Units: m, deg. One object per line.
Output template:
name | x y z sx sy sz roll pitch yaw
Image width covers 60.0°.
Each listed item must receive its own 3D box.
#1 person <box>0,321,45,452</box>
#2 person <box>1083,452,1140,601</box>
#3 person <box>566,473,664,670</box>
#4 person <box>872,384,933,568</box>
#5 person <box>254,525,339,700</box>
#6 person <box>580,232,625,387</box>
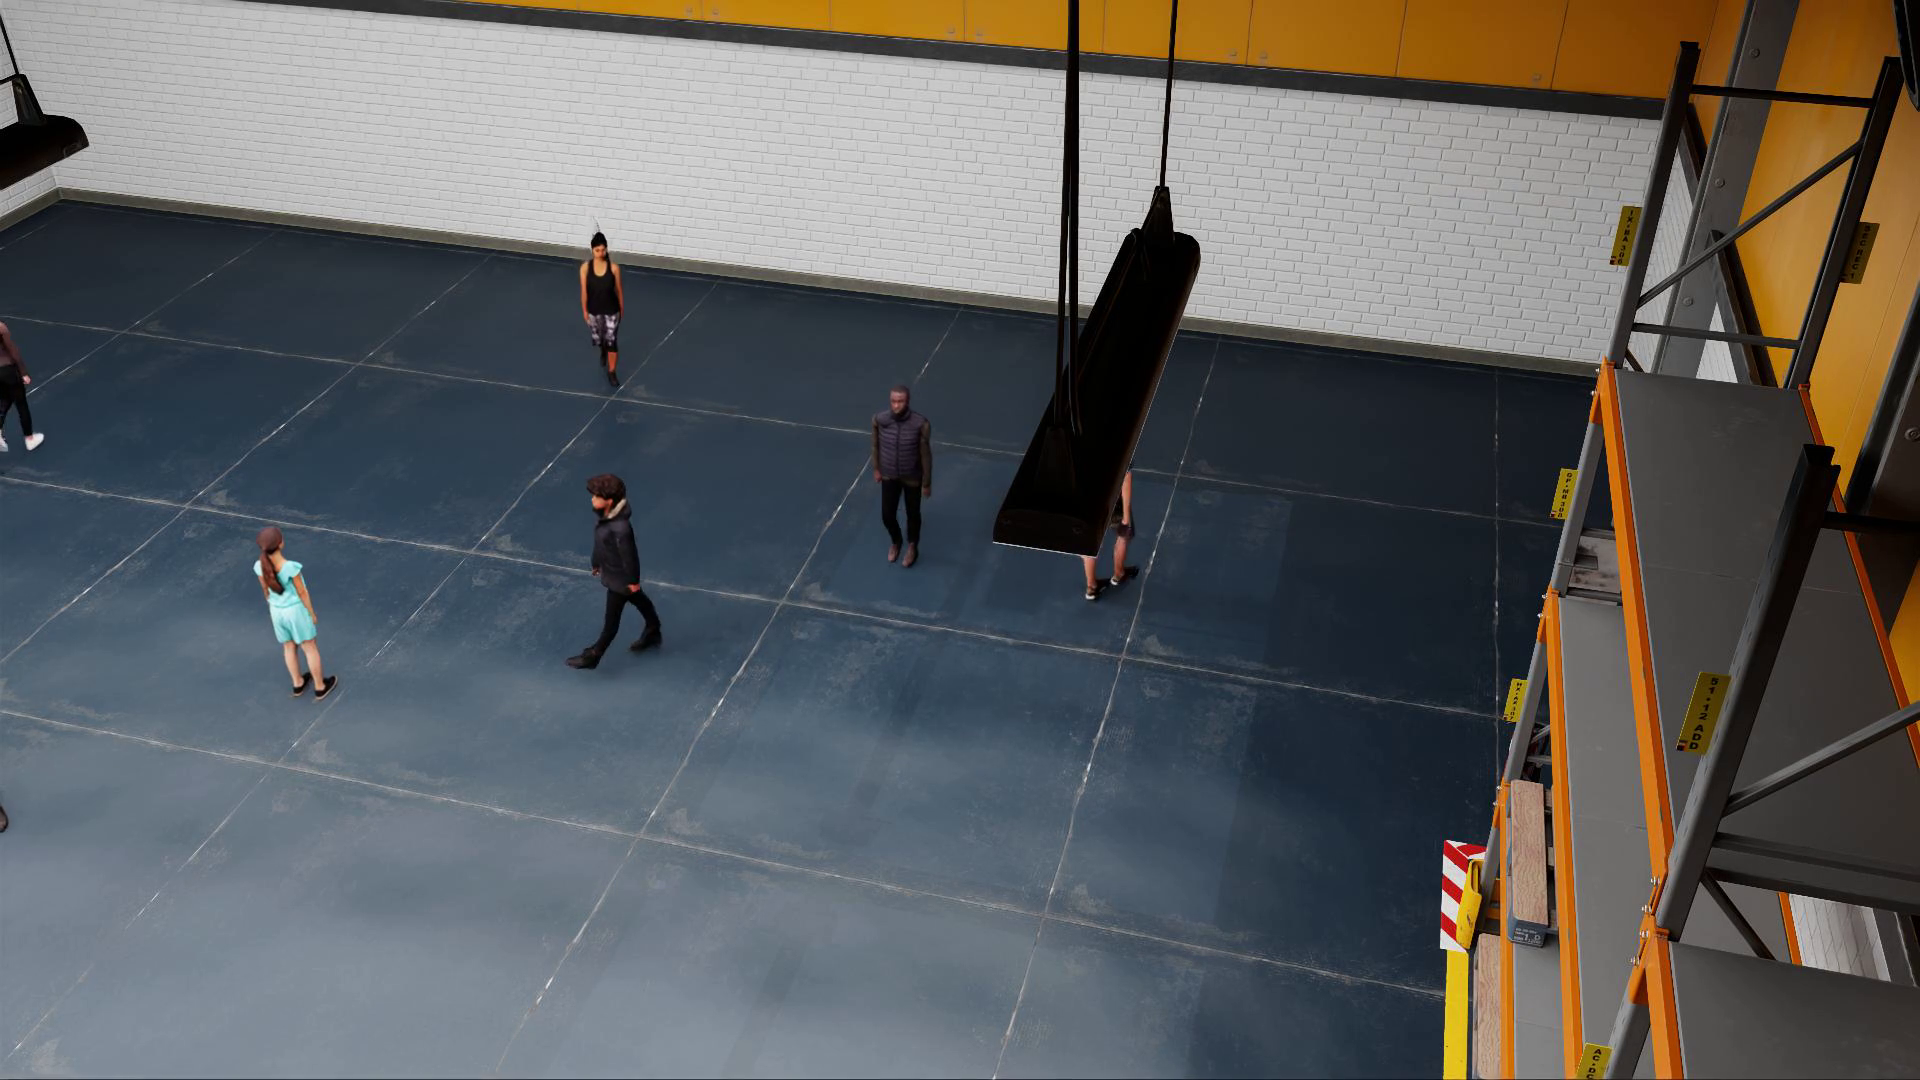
person | -9.307 -1.573 16.090 0.674 1.693 0.829 4 34 6
person | 1.180 -0.293 14.025 0.898 1.847 0.985 25 41 32
person | -2.643 0.225 13.350 1.125 1.731 1.091 -16 37 -23
person | -0.477 -0.599 14.508 0.723 1.821 0.653 6 34 9
person | -5.235 0.561 13.000 0.553 1.559 0.542 7 34 10
person | -3.746 -2.451 17.444 0.764 1.655 0.867 -6 34 -9
